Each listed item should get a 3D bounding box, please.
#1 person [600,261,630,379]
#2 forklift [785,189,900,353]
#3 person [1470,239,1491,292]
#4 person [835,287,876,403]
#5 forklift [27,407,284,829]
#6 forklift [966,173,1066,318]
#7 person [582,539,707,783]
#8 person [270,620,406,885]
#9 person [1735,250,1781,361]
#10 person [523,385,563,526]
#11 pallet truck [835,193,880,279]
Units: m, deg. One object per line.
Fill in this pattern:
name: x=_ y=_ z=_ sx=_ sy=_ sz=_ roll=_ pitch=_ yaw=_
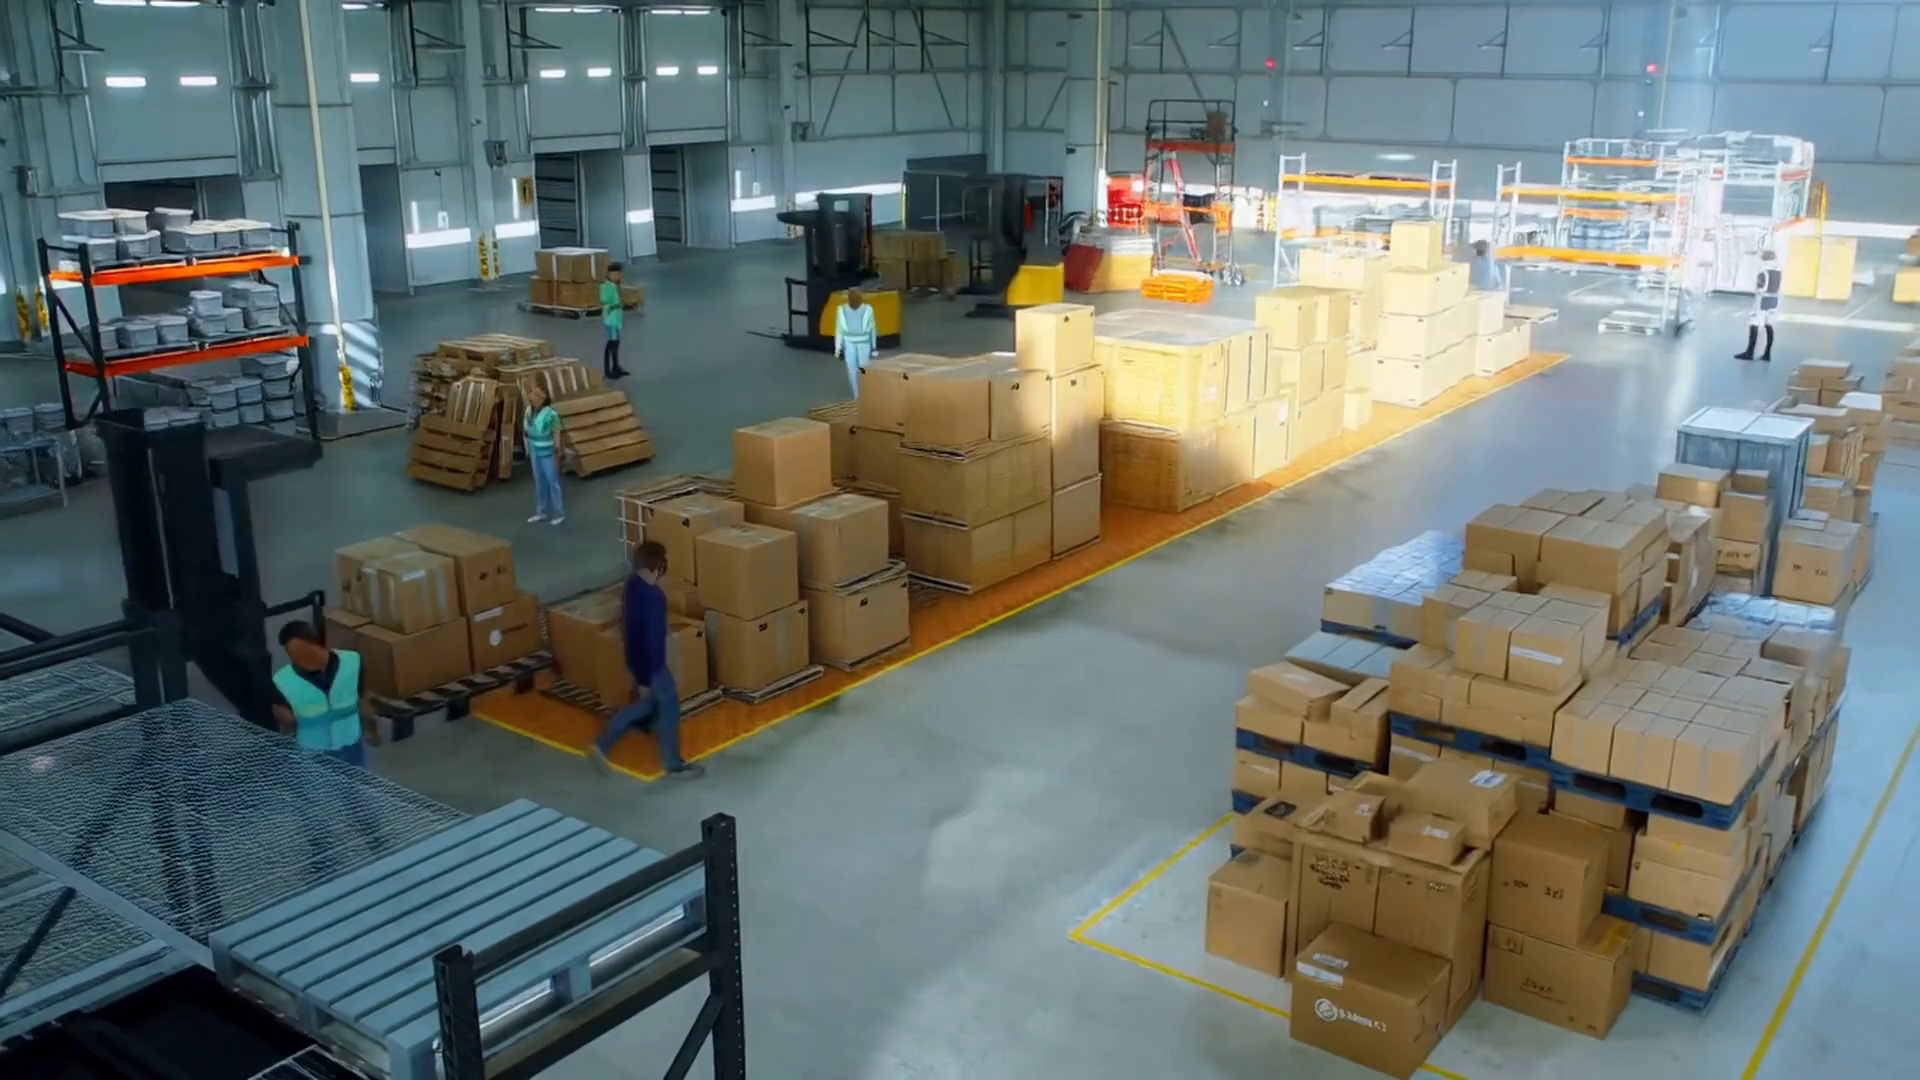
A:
person: x=-5.672 y=-3.630 z=27.401 sx=0.375 sy=1.935 sz=0.551 roll=5 pitch=17 yaw=15
forklift: x=-2.103 y=-4.831 z=29.771 sx=1.873 sy=2.768 sz=1.129 roll=12 pitch=21 yaw=35
person: x=9.593 y=-4.564 z=30.516 sx=0.648 sy=1.925 sz=0.634 roll=0 pitch=17 yaw=-1
person: x=-1.588 y=-2.870 z=25.043 sx=0.601 sy=1.838 sz=0.939 roll=2 pitch=17 yaw=7
forklift: x=-5.806 y=0.452 z=12.277 sx=1.129 sy=2.768 sz=1.873 roll=12 pitch=21 yaw=35
forklift: x=1.150 y=-5.888 z=33.272 sx=1.873 sy=2.768 sz=1.129 roll=3 pitch=17 yaw=10
person: x=-2.403 y=0.918 z=12.416 sx=0.847 sy=1.908 sz=0.634 roll=-4 pitch=17 yaw=-12
person: x=-4.086 y=1.387 z=10.927 sx=0.708 sy=1.864 sz=0.449 roll=-12 pitch=20 yaw=-34
person: x=13.915 y=-4.064 z=28.884 sx=0.626 sy=1.916 sz=0.512 roll=-8 pitch=19 yaw=-26
person: x=-4.799 y=-0.978 z=19.127 sx=0.523 sy=1.638 sz=0.311 roll=9 pitch=19 yaw=28
pallet truck: x=-1.936 y=-7.159 z=38.982 sx=1.885 sy=1.965 sz=0.823 roll=-12 pitch=21 yaw=-34
